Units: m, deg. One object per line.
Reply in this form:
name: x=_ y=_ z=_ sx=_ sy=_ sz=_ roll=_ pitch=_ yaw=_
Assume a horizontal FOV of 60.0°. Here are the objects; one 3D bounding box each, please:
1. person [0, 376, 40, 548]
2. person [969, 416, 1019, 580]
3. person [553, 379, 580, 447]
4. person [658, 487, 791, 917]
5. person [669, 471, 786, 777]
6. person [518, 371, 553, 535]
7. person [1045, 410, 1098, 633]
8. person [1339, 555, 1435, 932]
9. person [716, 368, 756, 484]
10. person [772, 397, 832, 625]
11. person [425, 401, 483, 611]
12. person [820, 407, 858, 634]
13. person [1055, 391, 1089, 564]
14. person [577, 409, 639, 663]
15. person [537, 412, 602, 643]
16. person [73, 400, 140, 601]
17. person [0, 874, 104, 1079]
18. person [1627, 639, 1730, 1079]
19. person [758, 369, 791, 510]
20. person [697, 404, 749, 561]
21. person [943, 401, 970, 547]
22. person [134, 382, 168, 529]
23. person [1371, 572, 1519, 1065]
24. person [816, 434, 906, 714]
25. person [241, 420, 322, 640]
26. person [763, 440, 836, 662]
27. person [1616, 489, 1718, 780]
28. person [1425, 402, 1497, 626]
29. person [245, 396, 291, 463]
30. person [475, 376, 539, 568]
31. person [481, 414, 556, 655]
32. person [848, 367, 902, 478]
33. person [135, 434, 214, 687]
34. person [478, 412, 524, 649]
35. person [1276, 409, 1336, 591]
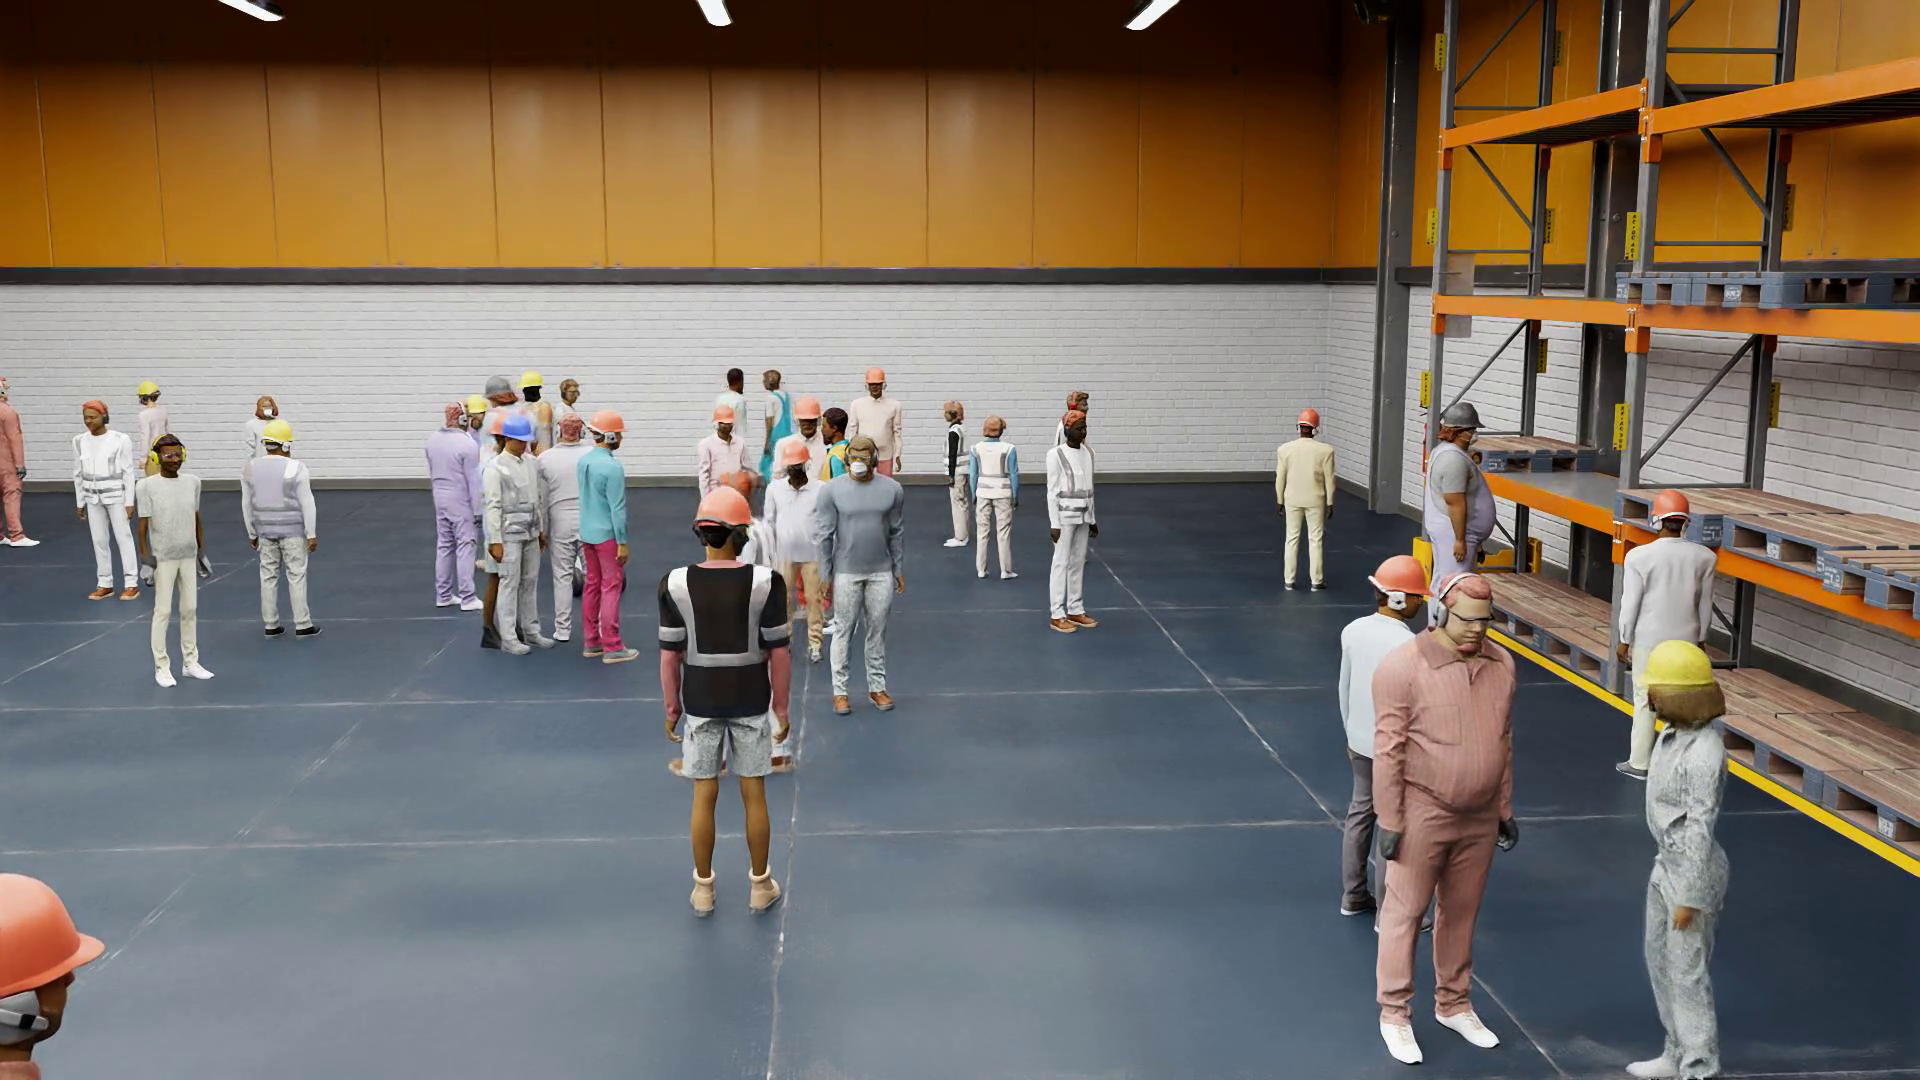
person: x=-10.642 y=-0.865 z=18.513 sx=0.638 sy=1.909 sz=0.408 roll=3 pitch=10 yaw=20
person: x=0.341 y=-0.417 z=16.532 sx=0.514 sy=1.640 sz=0.310 roll=3 pitch=10 yaw=21
person: x=-4.510 y=-0.935 z=19.157 sx=0.327 sy=1.839 sz=0.515 roll=0 pitch=9 yaw=1
person: x=-1.101 y=0.766 z=7.853 sx=0.611 sy=2.040 sz=0.373 roll=-1 pitch=9 yaw=-4
person: x=-1.435 y=0.512 z=9.998 sx=0.807 sy=1.856 sz=0.593 roll=0 pitch=9 yaw=1
person: x=-4.927 y=-1.009 z=19.404 sx=0.419 sy=1.916 sz=0.589 roll=-5 pitch=11 yaw=-31
person: x=0.965 y=-0.164 z=14.184 sx=0.355 sy=1.883 sz=0.575 roll=8 pitch=12 yaw=42
person: x=1.994 y=0.933 z=7.712 sx=0.335 sy=1.745 sz=0.575 roll=-4 pitch=10 yaw=-23
person: x=-2.708 y=-1.154 z=20.329 sx=0.538 sy=1.900 sz=0.606 roll=-7 pitch=11 yaw=-37
person: x=-1.331 y=-0.248 z=14.458 sx=0.631 sy=1.991 sz=0.582 roll=0 pitch=9 yaw=2
person: x=-4.525 y=-0.309 z=15.068 sx=0.638 sy=1.899 sz=0.396 roll=6 pitch=11 yaw=34
person: x=-1.002 y=-0.164 z=14.071 sx=0.375 sy=1.917 sz=0.598 roll=0 pitch=9 yaw=3
person: x=1.138 y=-0.624 z=17.228 sx=0.386 sy=1.837 sz=0.563 roll=3 pitch=9 yaw=17
person: x=-2.767 y=-0.033 z=13.043 sx=0.403 sy=1.989 sz=0.611 roll=-8 pitch=12 yaw=-41
person: x=-3.177 y=-0.105 z=13.737 sx=0.639 sy=1.909 sz=0.409 roll=-2 pitch=9 yaw=-15
person: x=-7.950 y=-0.365 z=15.474 sx=0.578 sy=1.879 sz=0.343 roll=1 pitch=9 yaw=5
person: x=-1.663 y=1.565 z=2.979 sx=0.608 sy=1.995 sz=0.377 roll=5 pitch=10 yaw=27
person: x=2.583 y=1.212 z=6.013 sx=0.355 sy=1.734 sz=0.501 roll=1 pitch=9 yaw=9
person: x=-2.353 y=-1.278 z=21.364 sx=0.393 sy=1.834 sz=0.559 roll=5 pitch=10 yaw=29
person: x=-2.329 y=-0.471 z=16.515 sx=0.329 sy=1.750 sz=0.573 roll=9 pitch=13 yaw=44
person: x=-0.043 y=-0.736 z=18.571 sx=0.321 sy=1.628 sz=0.507 roll=2 pitch=9 yaw=11
person: x=-9.635 y=-1.001 z=19.846 sx=0.348 sy=1.766 sz=0.552 roll=1 pitch=9 yaw=5
person: x=1.894 y=1.061 z=6.441 sx=0.636 sy=1.902 sz=0.405 roll=-3 pitch=10 yaw=-21
person: x=-0.678 y=0.233 z=11.520 sx=0.637 sy=1.936 sz=0.355 roll=-3 pitch=10 yaw=-20
person: x=-5.624 y=-0.079 z=13.815 sx=0.600 sy=1.828 sz=0.404 roll=1 pitch=9 yaw=5
person: x=-1.260 y=0.091 z=12.987 sx=0.572 sy=1.747 sz=0.335 roll=1 pitch=9 yaw=4
person: x=4.218 y=0.569 z=9.986 sx=0.568 sy=1.751 sz=0.329 roll=-1 pitch=9 yaw=-4
person: x=3.942 y=-0.072 z=13.112 sx=0.539 sy=2.000 sz=0.689 roll=1 pitch=9 yaw=5
person: x=-8.038 y=-0.865 z=19.361 sx=0.501 sy=1.632 sz=0.280 roll=-8 pitch=12 yaw=-40
person: x=-4.657 y=-0.702 z=17.063 sx=0.721 sy=2.000 sz=0.635 roll=-9 pitch=13 yaw=-44
person: x=-3.537 y=-0.045 z=13.301 sx=0.418 sy=1.933 sz=0.614 roll=4 pitch=10 yaw=23
person: x=-0.956 y=-0.961 z=18.835 sx=0.611 sy=1.996 sz=0.378 roll=-1 pitch=9 yaw=-3
person: x=-5.807 y=0.141 z=12.313 sx=0.310 sy=1.868 sz=0.532 roll=6 pitch=11 yaw=34
person: x=-3.667 y=-0.075 z=13.515 sx=0.422 sy=1.924 sz=0.556 roll=3 pitch=9 yaw=17
person: x=3.323 y=-0.387 z=15.984 sx=0.567 sy=1.750 sz=0.341 roll=4 pitch=10 yaw=22
